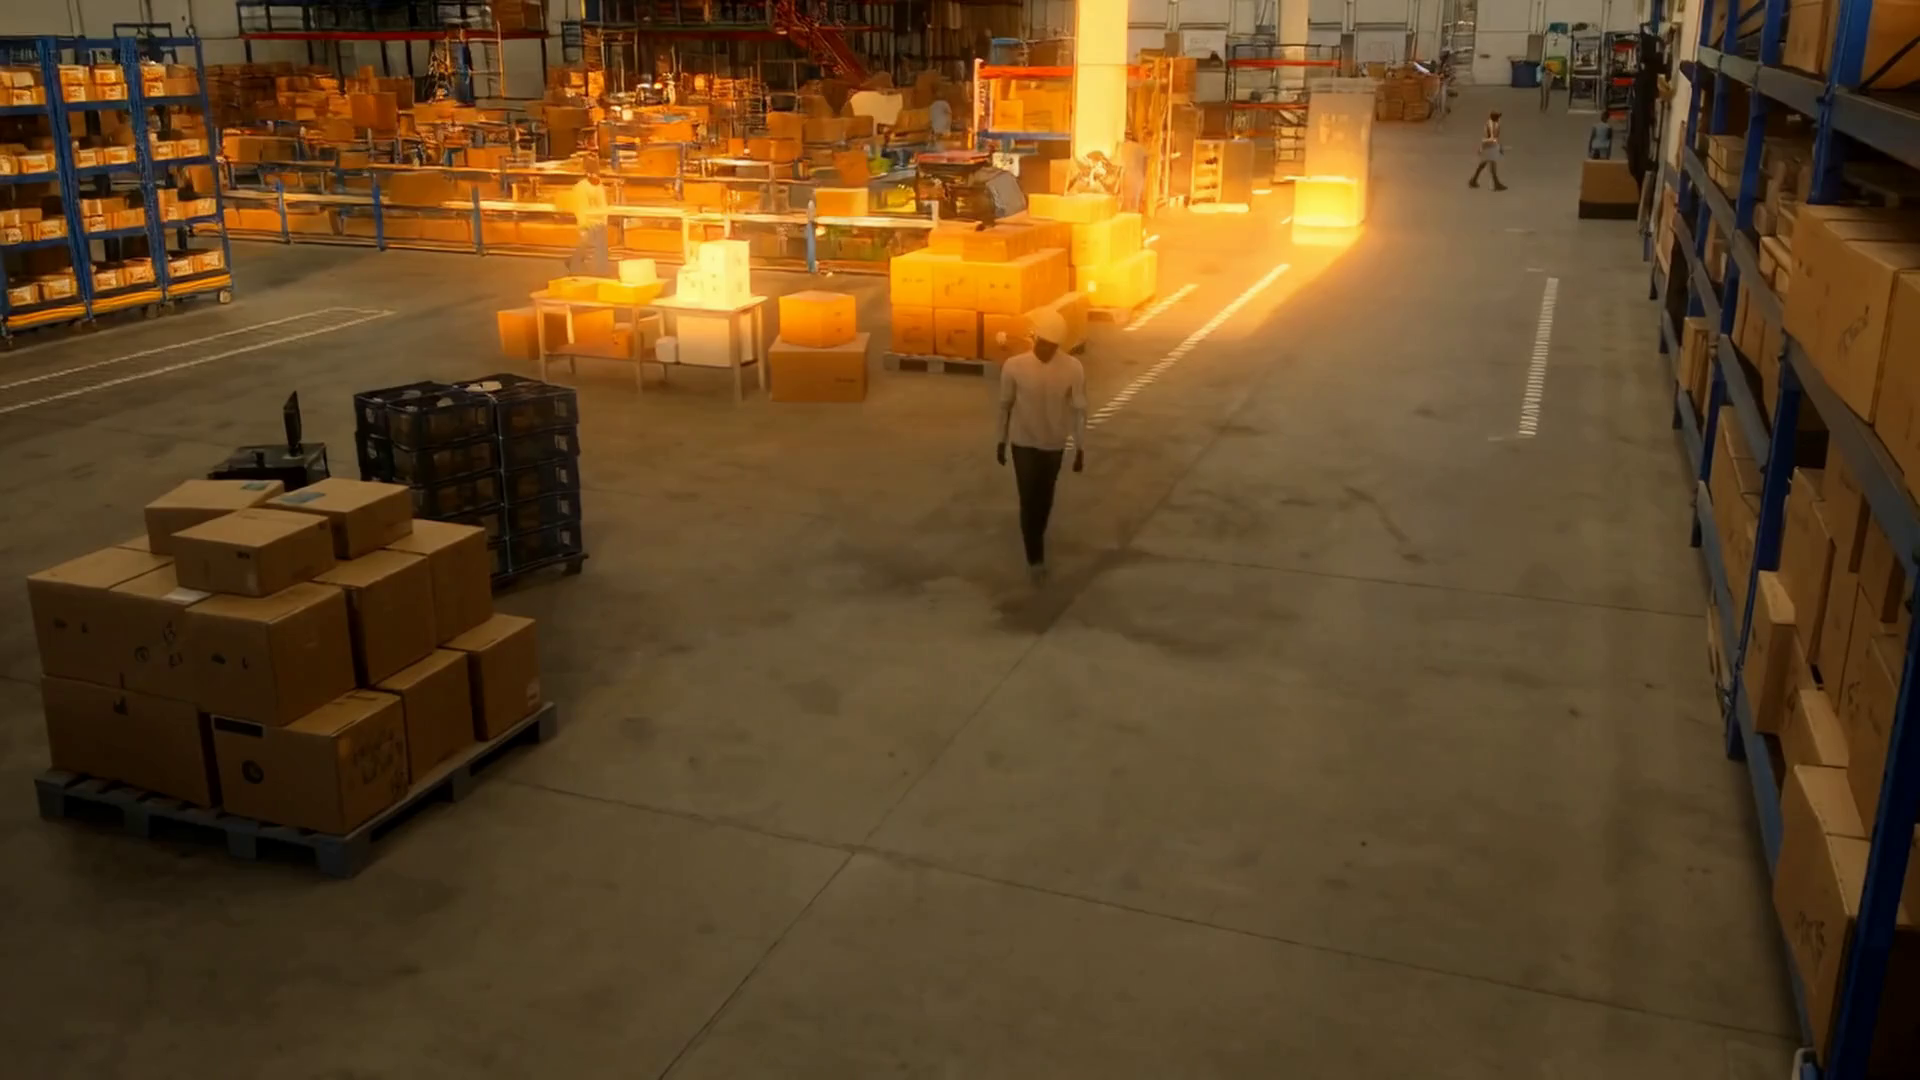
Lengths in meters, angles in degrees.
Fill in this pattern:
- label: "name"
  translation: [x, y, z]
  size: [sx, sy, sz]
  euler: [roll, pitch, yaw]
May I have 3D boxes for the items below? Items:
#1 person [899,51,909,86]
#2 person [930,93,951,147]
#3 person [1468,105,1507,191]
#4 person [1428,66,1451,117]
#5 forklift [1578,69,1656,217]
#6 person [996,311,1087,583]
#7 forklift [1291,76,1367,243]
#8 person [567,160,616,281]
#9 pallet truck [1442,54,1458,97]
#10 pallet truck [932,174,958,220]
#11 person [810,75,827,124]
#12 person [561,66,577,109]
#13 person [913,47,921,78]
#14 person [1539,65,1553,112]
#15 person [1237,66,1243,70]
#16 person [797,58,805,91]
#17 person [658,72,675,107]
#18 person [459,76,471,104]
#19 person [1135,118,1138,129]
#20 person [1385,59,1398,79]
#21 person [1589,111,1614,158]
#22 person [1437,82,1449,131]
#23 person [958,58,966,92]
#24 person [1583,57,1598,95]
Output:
- label: "person"
  translation: [-3.034, -25.391, 89.639]
  size: [0.516, 1.830, 0.467]
  euler: [2, 18, 5]
- label: "person"
  translation: [-0.474, -10.859, 43.942]
  size: [0.664, 1.847, 1.010]
  euler: [8, 19, 25]
- label: "person"
  translation: [12.032, -8.917, 37.799]
  size: [0.545, 1.895, 1.004]
  euler: [-16, 24, -41]
- label: "person"
  translation: [18.269, -17.062, 63.344]
  size: [1.032, 1.919, 0.611]
  euler: [9, 20, 27]
- label: "forklift"
  translation: [13.219, -7.740, 32.475]
  size: [1.873, 2.768, 1.129]
  euler: [6, 19, 18]
- label: "person"
  translation: [0.585, -0.699, 11.893]
  size: [0.630, 1.918, 1.099]
  euler: [-2, 18, -6]
- label: "forklift"
  translation: [6.598, -6.755, 29.381]
  size: [1.129, 2.768, 1.873]
  euler: [6, 19, 19]
- label: "person"
  translation: [-5.544, -4.763, 24.866]
  size: [0.789, 1.809, 0.589]
  euler: [12, 21, 33]
- label: "pallet truck"
  translation: [22.765, -21.886, 78.355]
  size: [0.823, 1.965, 1.885]
  euler: [-4, 18, -14]
- label: "pallet truck"
  translation: [-0.507, -5.292, 27.348]
  size: [0.653, 1.274, 1.630]
  euler: [6, 19, 19]
- label: "person"
  translation: [-5.120, -15.881, 59.947]
  size: [0.769, 1.711, 0.508]
  euler: [12, 21, 33]
- label: "person"
  translation: [-15.209, -17.447, 64.460]
  size: [0.933, 1.952, 0.642]
  euler: [14, 22, 37]
- label: "person"
  translation: [-2.519, -28.692, 100.028]
  size: [0.642, 1.821, 0.624]
  euler: [4, 18, 11]
- label: "person"
  translation: [23.413, -18.020, 66.438]
  size: [0.538, 1.858, 0.582]
  euler: [7, 19, 20]
- label: "person"
  translation: [12.670, -20.731, 74.937]
  size: [0.908, 1.879, 0.613]
  euler: [4, 18, 11]
- label: "person"
  translation: [-7.004, -20.340, 73.614]
  size: [0.375, 1.927, 0.543]
  euler: [-10, 20, -28]
- label: "person"
  translation: [-10.437, -15.733, 59.312]
  size: [0.595, 1.824, 0.404]
  euler: [-8, 19, -23]
- label: "person"
  translation: [-15.793, -13.848, 53.230]
  size: [0.432, 1.917, 0.567]
  euler: [-15, 23, -39]
- label: "person"
  translation: [3.953, -9.508, 39.388]
  size: [0.608, 2.044, 0.370]
  euler: [16, 24, 42]
- label: "person"
  translation: [17.832, -18.853, 68.755]
  size: [0.538, 2.000, 0.684]
  euler: [9, 20, 26]
- label: "person"
  translation: [15.191, -9.311, 39.391]
  size: [0.545, 1.651, 0.836]
  euler: [10, 20, 30]
- label: "person"
  translation: [16.352, -14.663, 56.247]
  size: [0.370, 1.626, 0.536]
  euler: [-2, 18, -5]
- label: "person"
  translation: [0.113, -20.923, 75.540]
  size: [0.408, 1.873, 0.593]
  euler: [-4, 18, -14]
- label: "person"
  translation: [30.420, -22.282, 79.935]
  size: [0.748, 1.801, 0.645]
  euler: [8, 19, 23]
